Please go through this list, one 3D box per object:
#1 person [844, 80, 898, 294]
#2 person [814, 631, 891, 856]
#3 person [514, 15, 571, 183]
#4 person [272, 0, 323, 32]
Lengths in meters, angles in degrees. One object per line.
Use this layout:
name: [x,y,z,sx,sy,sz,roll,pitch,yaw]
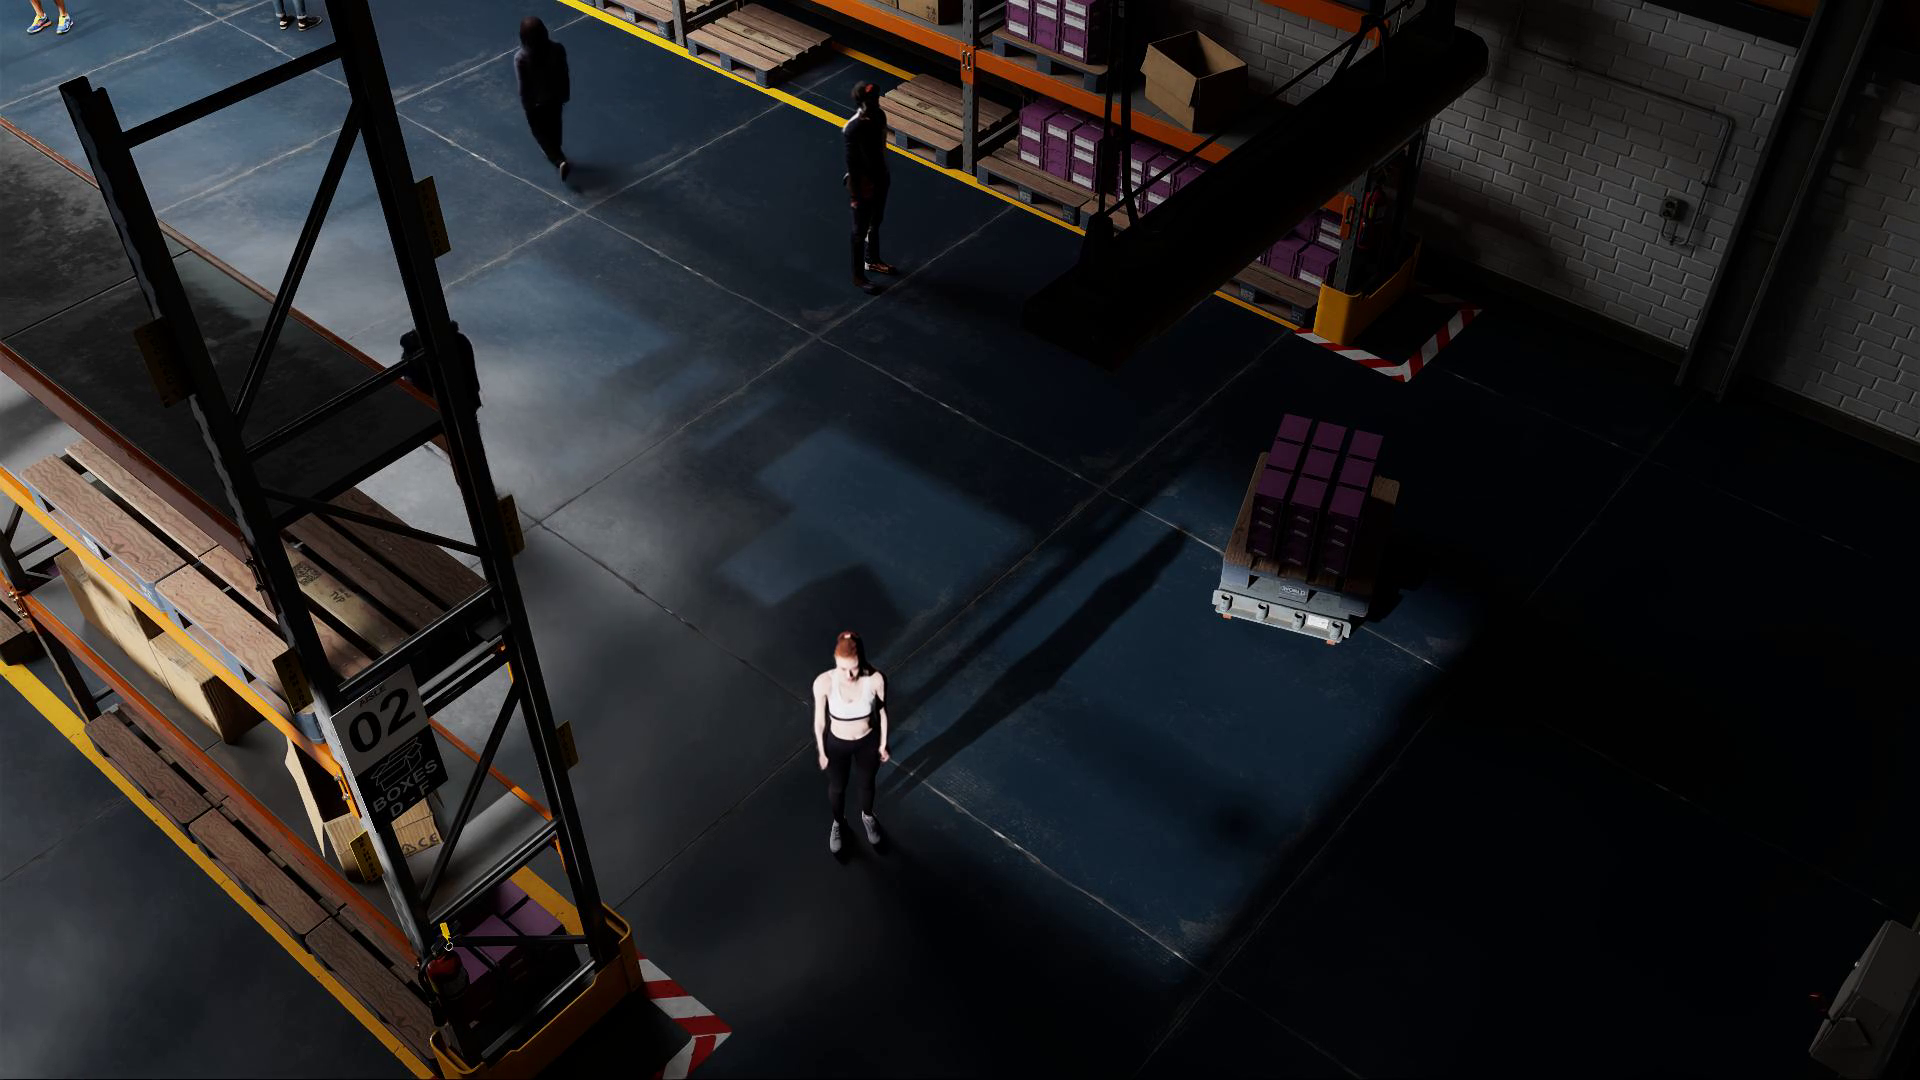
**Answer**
person: [-0.771,-3.008,14.021,0.649,1.890,0.732,21,48,21]
person: [-0.627,1.178,9.736,0.666,1.740,0.713,-6,44,-6]
person: [-3.819,-4.074,15.366,0.766,1.578,0.954,-29,51,-27]
person: [-7.227,-6.263,17.487,0.662,1.821,0.801,9,44,10]
